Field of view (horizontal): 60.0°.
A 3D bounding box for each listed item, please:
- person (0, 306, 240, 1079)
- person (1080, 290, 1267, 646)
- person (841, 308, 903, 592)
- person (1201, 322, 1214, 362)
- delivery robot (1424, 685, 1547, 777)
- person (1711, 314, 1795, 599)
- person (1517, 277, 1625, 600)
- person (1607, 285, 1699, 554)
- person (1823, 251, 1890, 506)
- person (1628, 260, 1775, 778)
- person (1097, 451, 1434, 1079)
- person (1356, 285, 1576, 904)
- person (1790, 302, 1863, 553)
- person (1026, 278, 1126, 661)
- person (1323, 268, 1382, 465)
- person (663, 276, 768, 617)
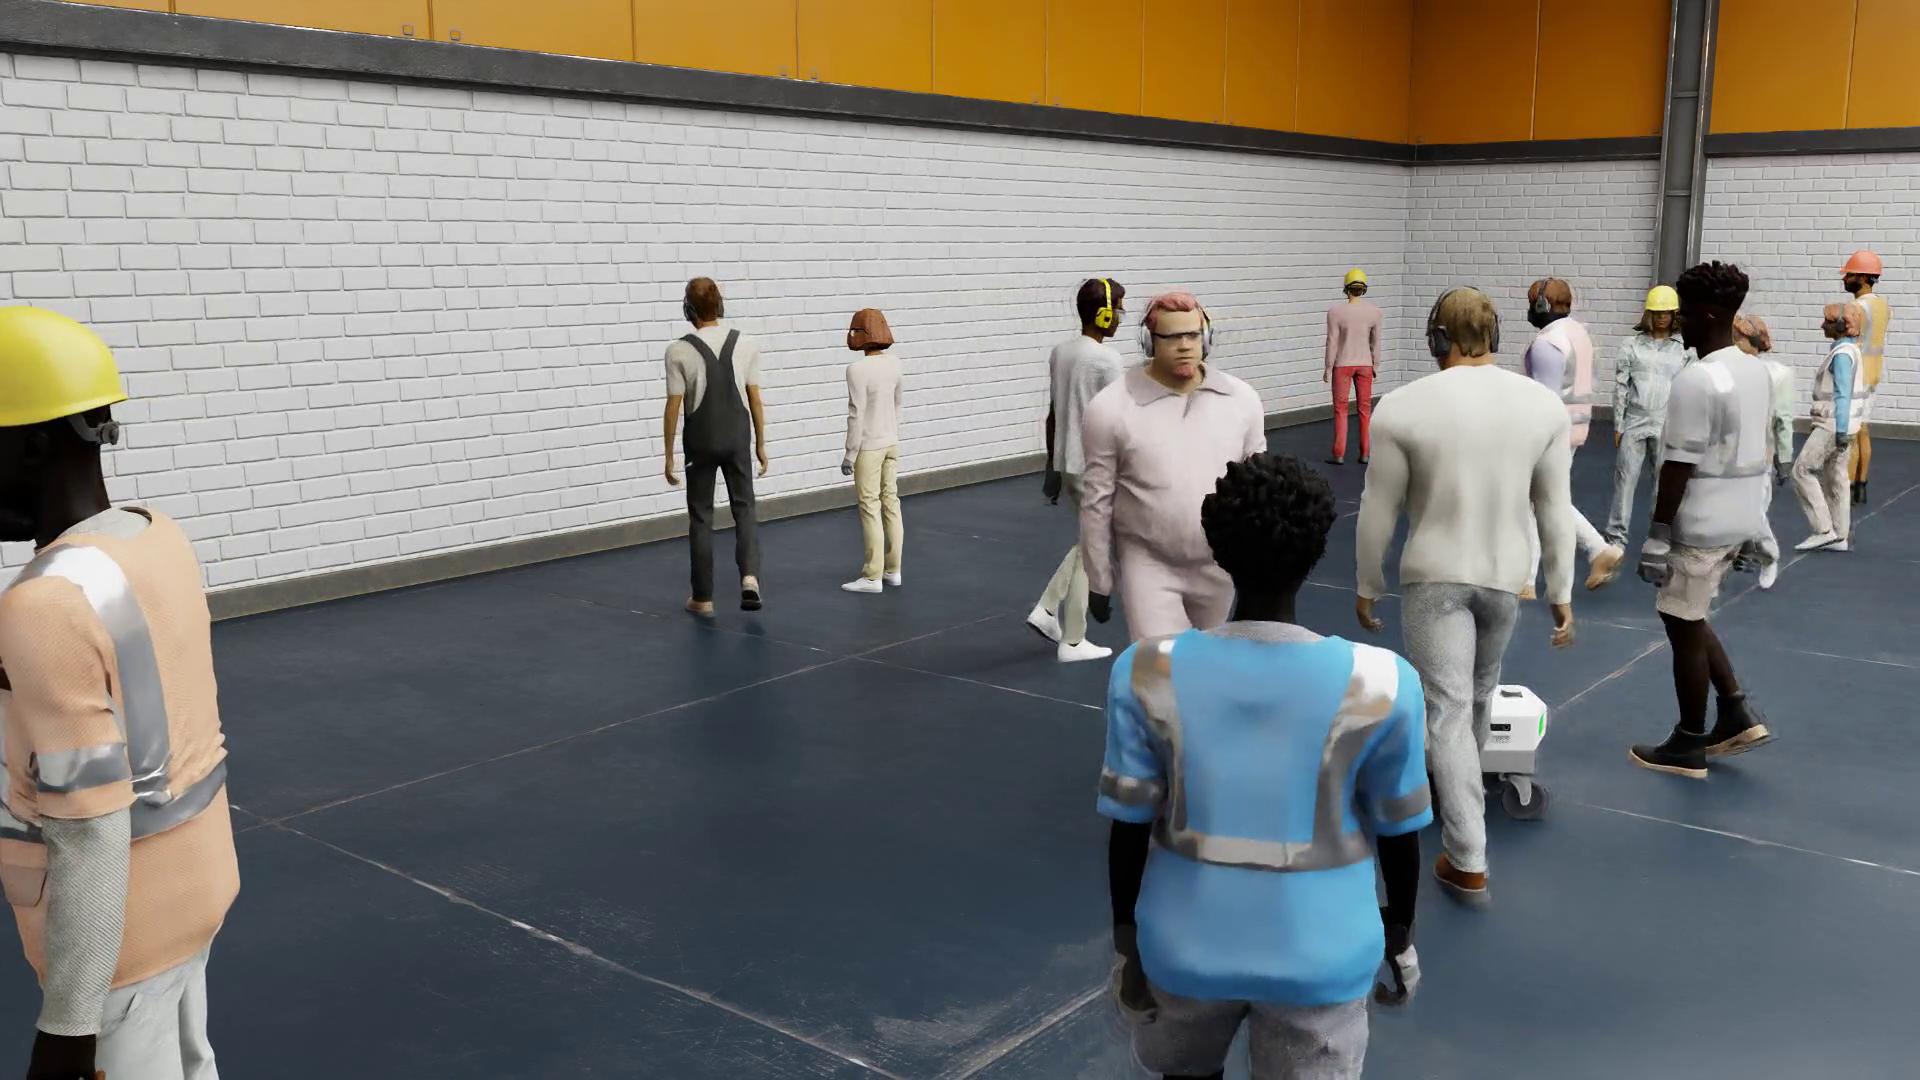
[{"bbox_3d":[-1.357,0.599,2.632,0.386,1.922,0.594,-2,10,-11],"label":"person"},{"bbox_3d":[0.744,0.083,5.690,0.650,1.865,0.989,-3,11,-15],"label":"person"},{"bbox_3d":[-0.508,-0.513,9.602,0.283,1.633,0.497,6,12,30],"label":"person"},{"bbox_3d":[0.935,-0.108,7.059,0.496,1.742,0.526,8,13,37],"label":"person"},{"bbox_3d":[1.696,0.645,5.915,0.707,0.478,0.477,0,10,2],"label":"delivery robot"},{"bbox_3d":[4.405,-0.460,9.366,0.630,1.617,0.540,-10,14,-43],"label":"person"},{"bbox_3d":[3.367,-0.551,9.309,0.610,1.823,0.664,8,13,38],"label":"person"},{"bbox_3d":[4.327,-0.707,10.375,0.488,1.743,0.317,2,10,12],"label":"person"},{"bbox_3d":[6.821,-1.226,12.709,0.560,1.936,0.367,-9,13,-40],"label":"person"},{"bbox_3d":[2.769,-0.063,6.242,0.606,1.951,0.411,-10,14,-44],"label":"person"},{"bbox_3d":[0.513,0.690,2.821,0.540,1.683,0.484,4,11,19],"label":"person"},{"bbox_3d":[1.592,0.127,5.385,0.652,1.871,1.035,-1,10,-4],"label":"person"},{"bbox_3d":[5.614,-0.719,10.765,0.424,1.625,0.519,7,13,35],"label":"person"},{"bbox_3d":[0.618,-0.320,7.961,0.409,1.845,0.511,-5,12,-28],"label":"person"},{"bbox_3d":[3.531,-1.555,15.009,0.533,1.767,0.312,-2,10,-9],"label":"person"},{"bbox_3d":[-1.292,-0.477,8.841,0.573,1.833,0.539,-4,11,-23],"label":"person"}]
